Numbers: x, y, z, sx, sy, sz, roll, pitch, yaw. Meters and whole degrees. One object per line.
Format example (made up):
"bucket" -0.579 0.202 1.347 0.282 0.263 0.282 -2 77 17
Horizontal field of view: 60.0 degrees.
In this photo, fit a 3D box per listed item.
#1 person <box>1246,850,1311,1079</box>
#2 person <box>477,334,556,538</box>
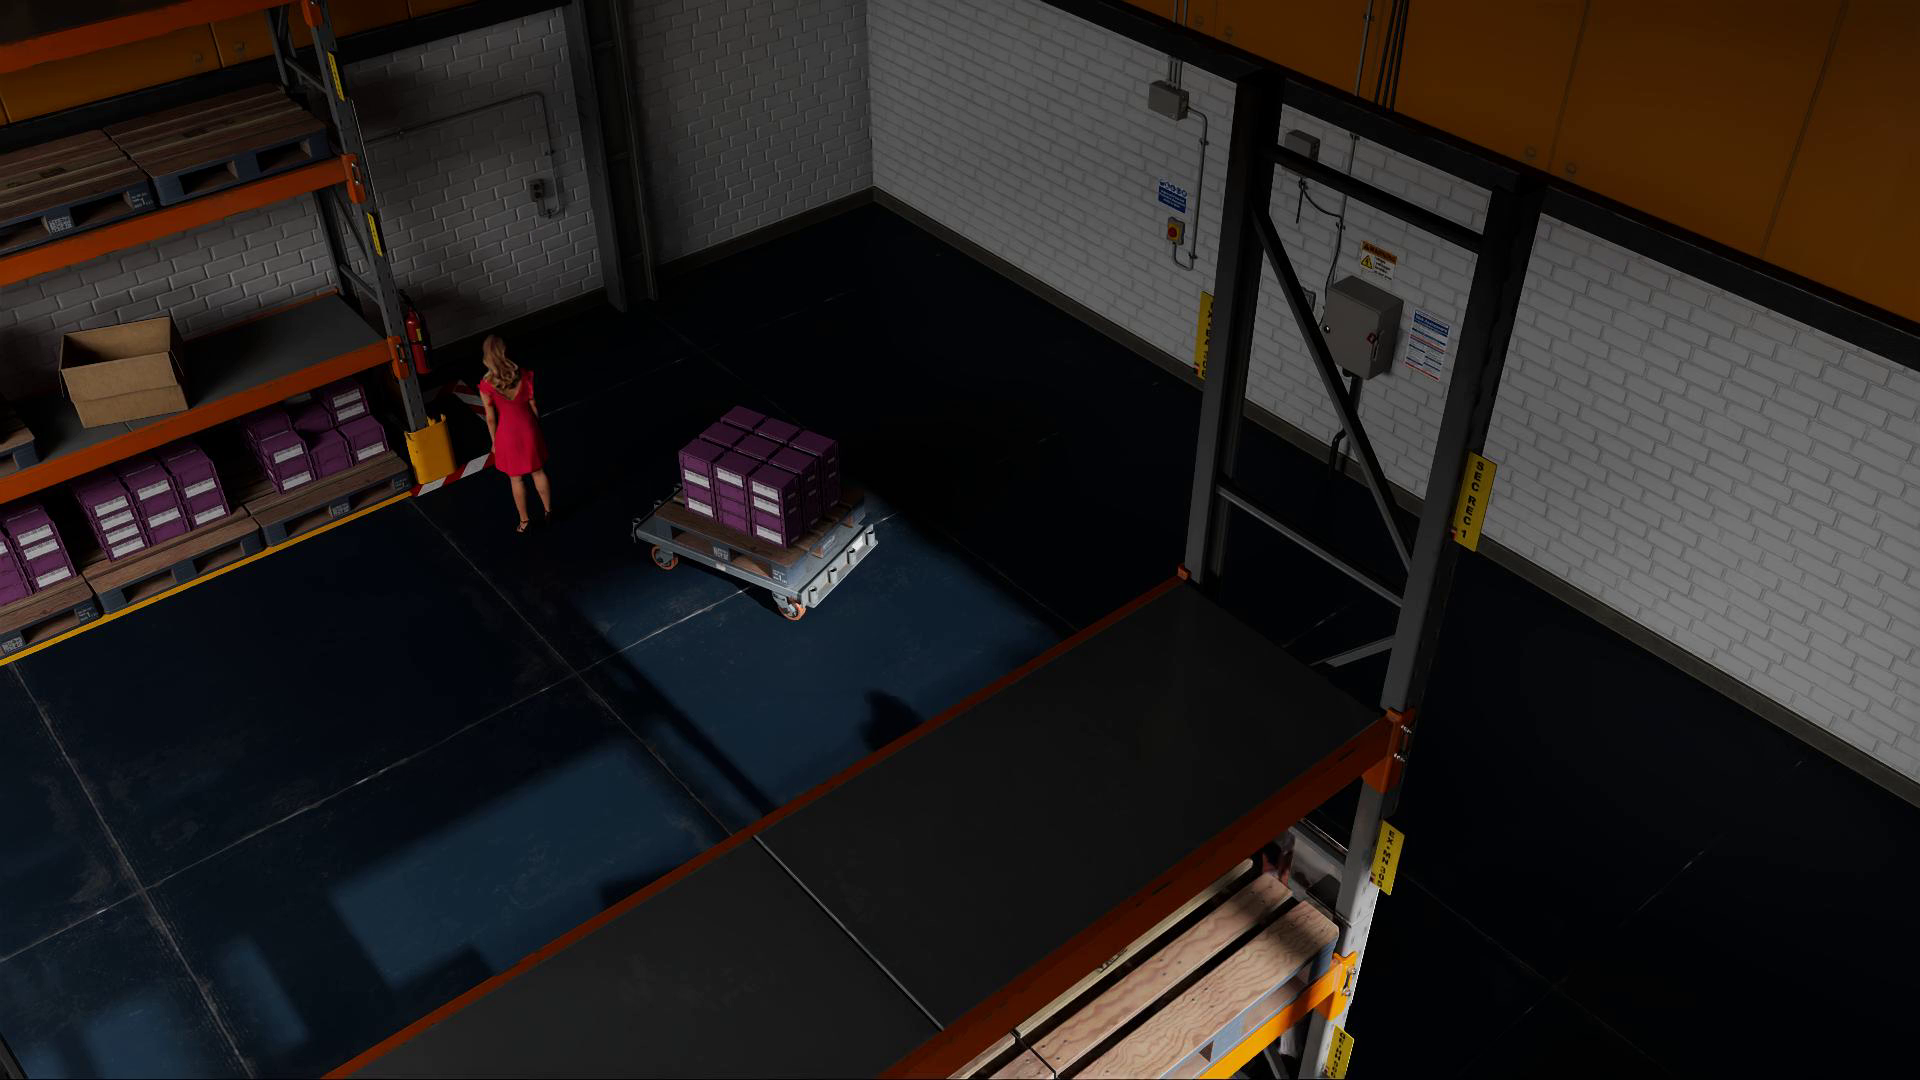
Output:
"person" 1.637 2.323 8.548 0.698 1.710 0.829 -8 39 -10
"person" -3.301 -0.777 12.415 0.529 1.728 0.667 -19 43 -23
